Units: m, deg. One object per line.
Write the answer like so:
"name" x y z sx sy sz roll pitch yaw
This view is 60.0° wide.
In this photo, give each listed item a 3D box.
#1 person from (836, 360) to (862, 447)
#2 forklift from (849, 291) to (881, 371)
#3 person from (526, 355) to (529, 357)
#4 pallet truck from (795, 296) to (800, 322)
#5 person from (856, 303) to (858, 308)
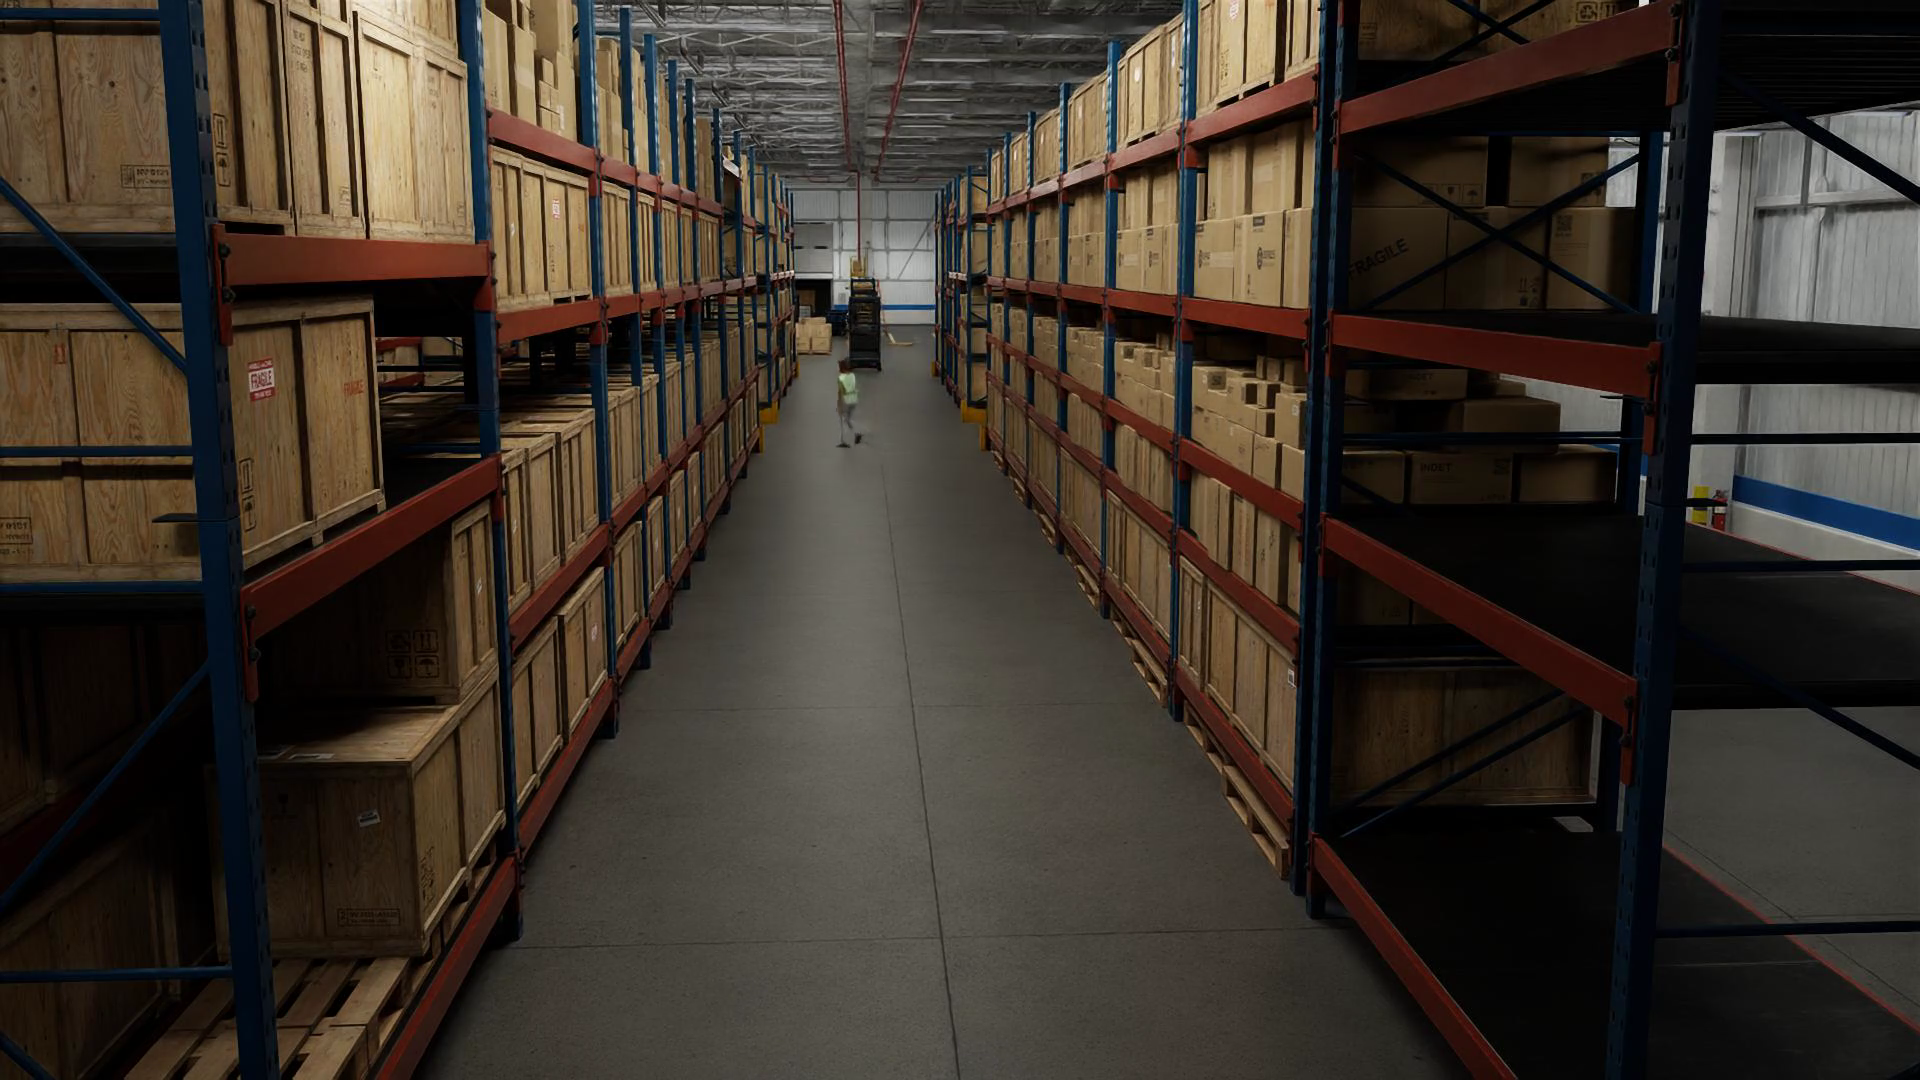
"person" -2.343 -2.819 34.421 0.458 1.829 0.603 6 11 32
"forklift" -3.351 -7.372 58.501 1.129 2.768 1.873 -1 10 -3
"person" -9.009 -2.989 35.280 0.817 1.891 0.598 1 10 9
"pallet truck" -8.622 -12.439 91.403 1.885 1.965 0.823 2 10 13
"person" -5.491 -12.185 90.234 0.572 1.883 0.356 5 11 29
